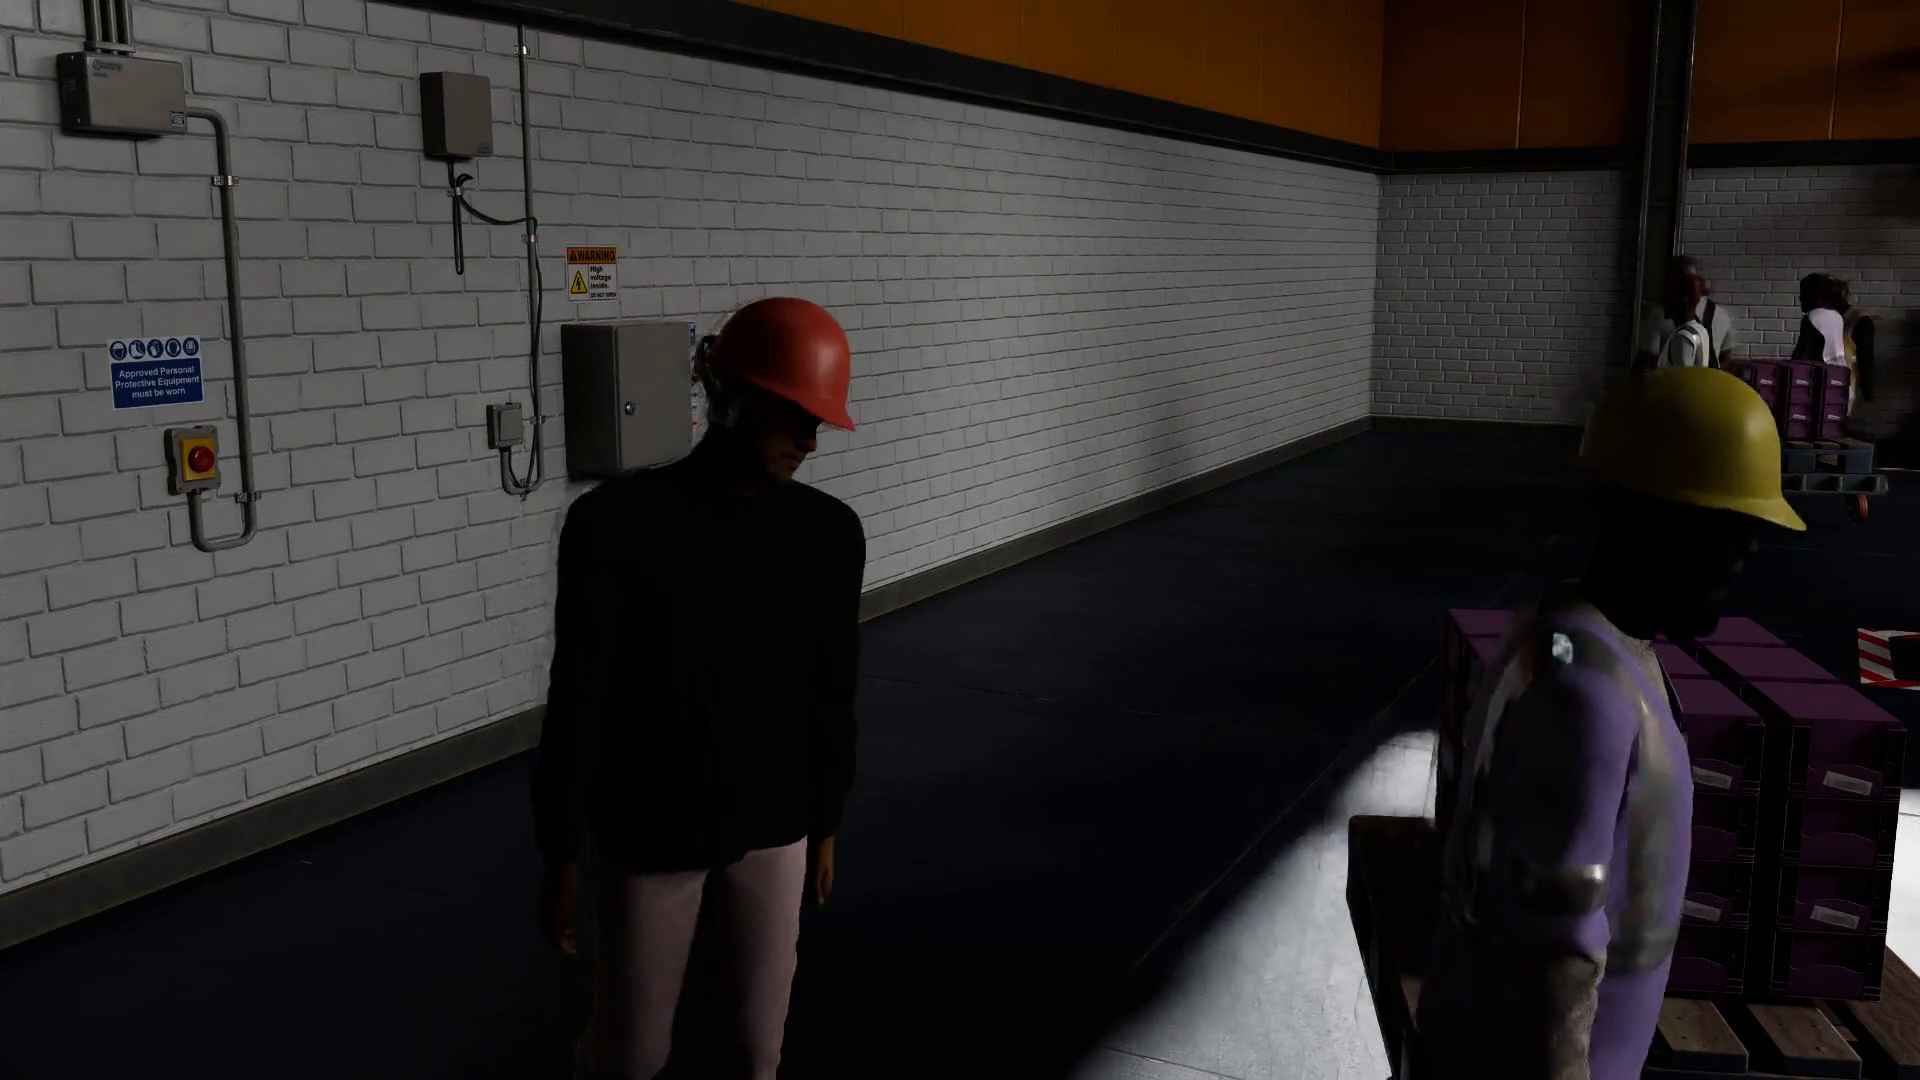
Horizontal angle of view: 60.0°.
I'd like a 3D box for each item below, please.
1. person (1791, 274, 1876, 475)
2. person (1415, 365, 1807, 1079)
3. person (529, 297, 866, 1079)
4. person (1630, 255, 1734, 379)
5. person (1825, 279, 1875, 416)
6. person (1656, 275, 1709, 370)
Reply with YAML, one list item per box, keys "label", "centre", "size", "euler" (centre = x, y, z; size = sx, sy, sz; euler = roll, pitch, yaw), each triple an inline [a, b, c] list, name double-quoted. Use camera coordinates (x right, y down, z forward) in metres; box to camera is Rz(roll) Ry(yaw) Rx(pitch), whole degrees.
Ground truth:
- label: "person"
  centre: [7.338, -1.323, 14.114]
  size: [1.082, 1.857, 0.577]
  euler: [8, 13, 39]
- label: "person"
  centre: [0.763, 0.687, 2.380]
  size: [0.820, 1.890, 0.629]
  euler: [4, 11, 24]
- label: "person"
  centre: [-0.514, 0.517, 3.147]
  size: [0.673, 1.944, 0.752]
  euler: [-5, 11, -27]
- label: "person"
  centre: [5.042, -1.025, 11.810]
  size: [0.773, 2.000, 0.539]
  euler: [-3, 10, -17]
- label: "person"
  centre: [7.775, -1.391, 14.648]
  size: [0.774, 1.812, 0.635]
  euler: [-3, 10, -16]
- label: "person"
  centre: [4.493, -0.711, 10.453]
  size: [0.355, 1.882, 0.576]
  euler: [6, 11, 29]
